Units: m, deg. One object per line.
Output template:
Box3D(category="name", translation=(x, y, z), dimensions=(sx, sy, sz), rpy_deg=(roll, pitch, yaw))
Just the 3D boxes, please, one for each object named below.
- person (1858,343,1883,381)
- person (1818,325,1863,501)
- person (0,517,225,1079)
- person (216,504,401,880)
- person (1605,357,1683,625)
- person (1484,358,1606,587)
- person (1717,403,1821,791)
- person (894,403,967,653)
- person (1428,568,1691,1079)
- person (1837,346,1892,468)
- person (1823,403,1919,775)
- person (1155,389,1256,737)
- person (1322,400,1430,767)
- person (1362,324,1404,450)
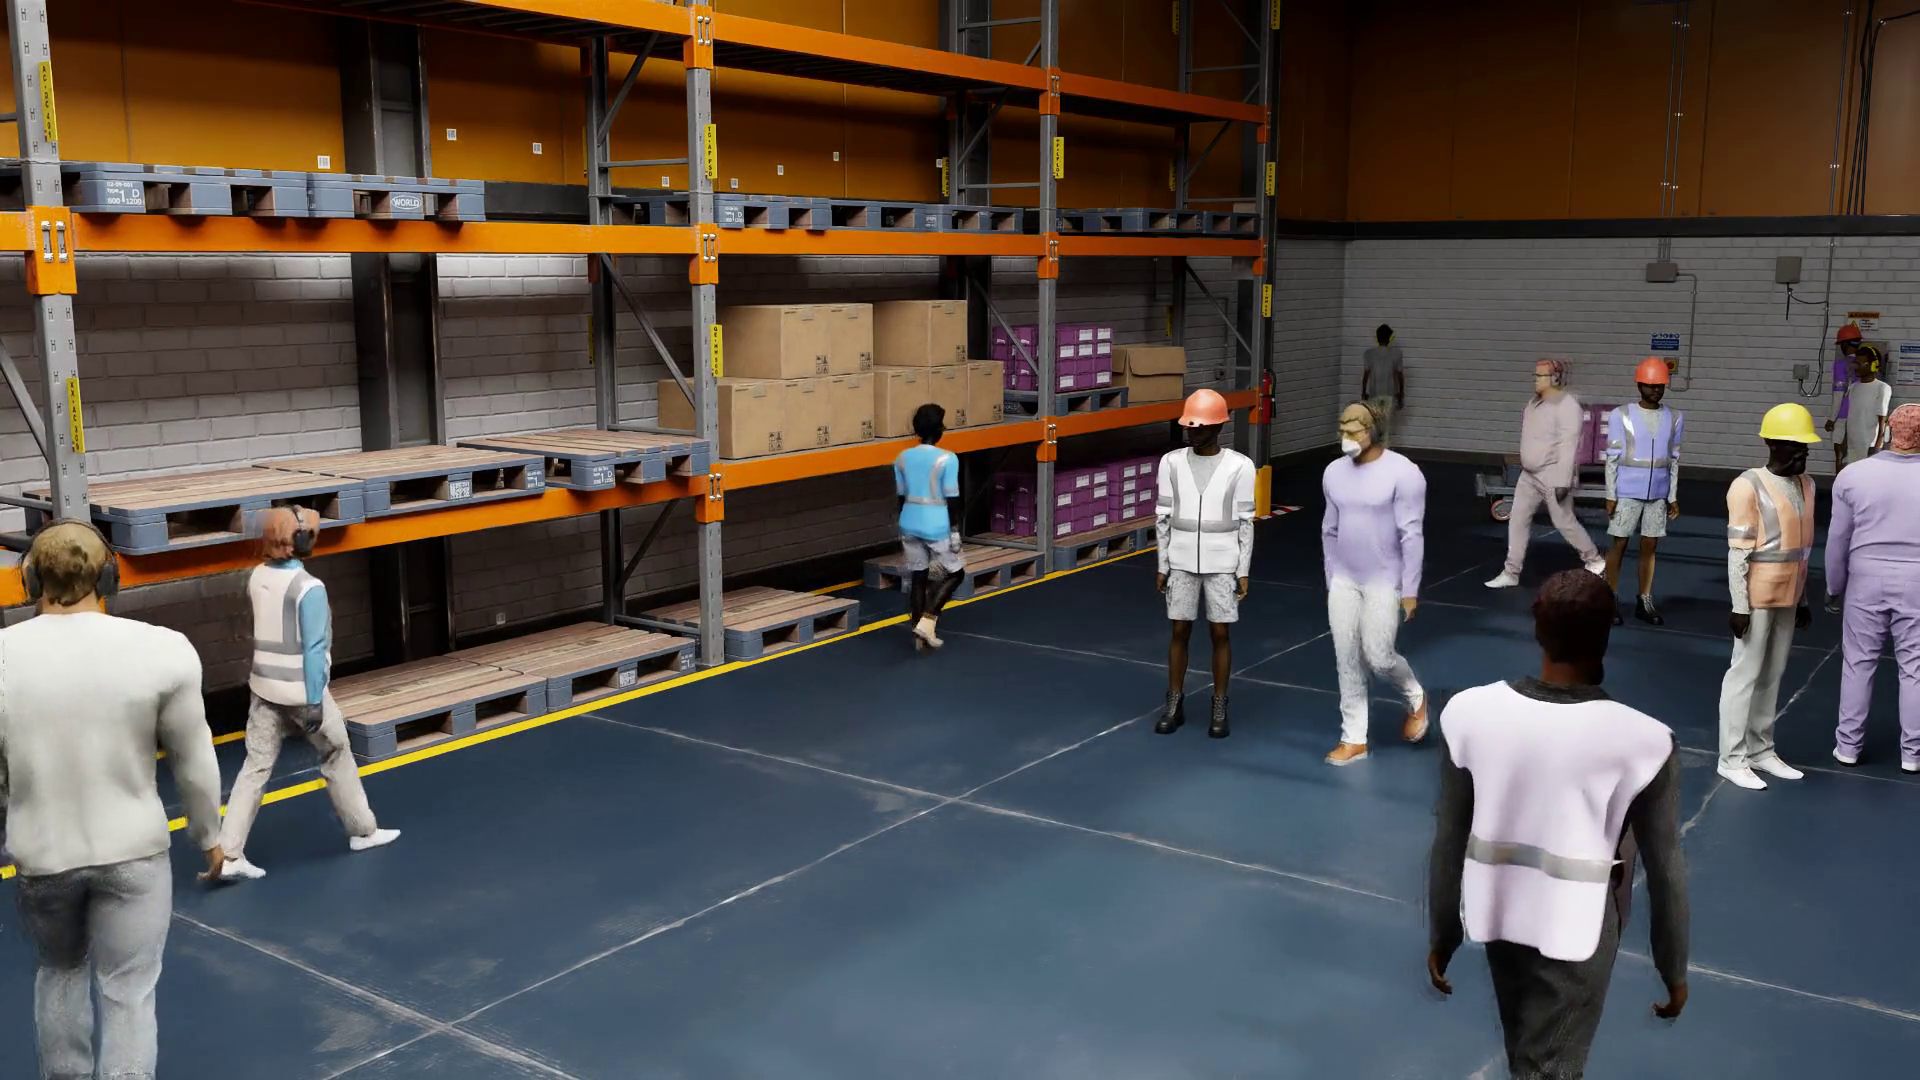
Box3D(category="person", translation=(9.873, -1.287, 18.211), dimensions=(0.486, 1.738, 0.323), rpy_deg=(-8, 12, -39))
Box3D(category="person", translation=(9.677, -1.377, 18.178), dimensions=(0.543, 1.928, 0.374), rpy_deg=(-4, 11, -25))
Box3D(category="person", translation=(-2.453, 0.879, 4.762), dimensions=(0.648, 1.915, 0.701), rpy_deg=(-2, 10, -14))
Box3D(category="person", translation=(-2.877, 0.645, 7.131), dimensions=(0.526, 1.596, 0.855), rpy_deg=(6, 11, 32))
Box3D(category="person", translation=(4.923, -0.344, 11.988), dimensions=(0.542, 1.939, 0.365), rpy_deg=(0, 10, -1))
Box3D(category="person", translation=(4.761, -0.530, 13.336), dimensions=(0.968, 1.869, 0.653), rpy_deg=(-3, 10, -15))
Box3D(category="person", translation=(4.066, 0.276, 8.331), dimensions=(0.588, 1.927, 0.369), rpy_deg=(-6, 11, -32))
Box3D(category="person", translation=(-0.197, -0.070, 11.084), dimensions=(0.553, 1.684, 0.363), rpy_deg=(8, 12, 38))
Box3D(category="person", translation=(1.525, 0.994, 4.258), dimensions=(0.605, 1.864, 1.030), rpy_deg=(8, 13, 40))
Box3D(category="person", translation=(8.155, -0.814, 15.037), dimensions=(0.332, 1.860, 0.509), rpy_deg=(-1, 10, -9))
Box3D(category="person", translation=(4.810, 0.248, 8.562), dimensions=(0.655, 1.906, 0.407), rpy_deg=(6, 11, 30))
Box3D(category="person", translation=(1.343, 0.131, 9.175), dimensions=(0.547, 1.934, 0.376), rpy_deg=(3, 10, 19))
Box3D(category="person", translation=(2.175, 0.218, 8.713), dimensions=(0.599, 1.916, 0.643), rpy_deg=(-8, 12, -39))
Box3D(category="person", translation=(5.415, -1.853, 21.347), dimensions=(0.556, 1.843, 0.850), rpy_deg=(3, 10, 18))
